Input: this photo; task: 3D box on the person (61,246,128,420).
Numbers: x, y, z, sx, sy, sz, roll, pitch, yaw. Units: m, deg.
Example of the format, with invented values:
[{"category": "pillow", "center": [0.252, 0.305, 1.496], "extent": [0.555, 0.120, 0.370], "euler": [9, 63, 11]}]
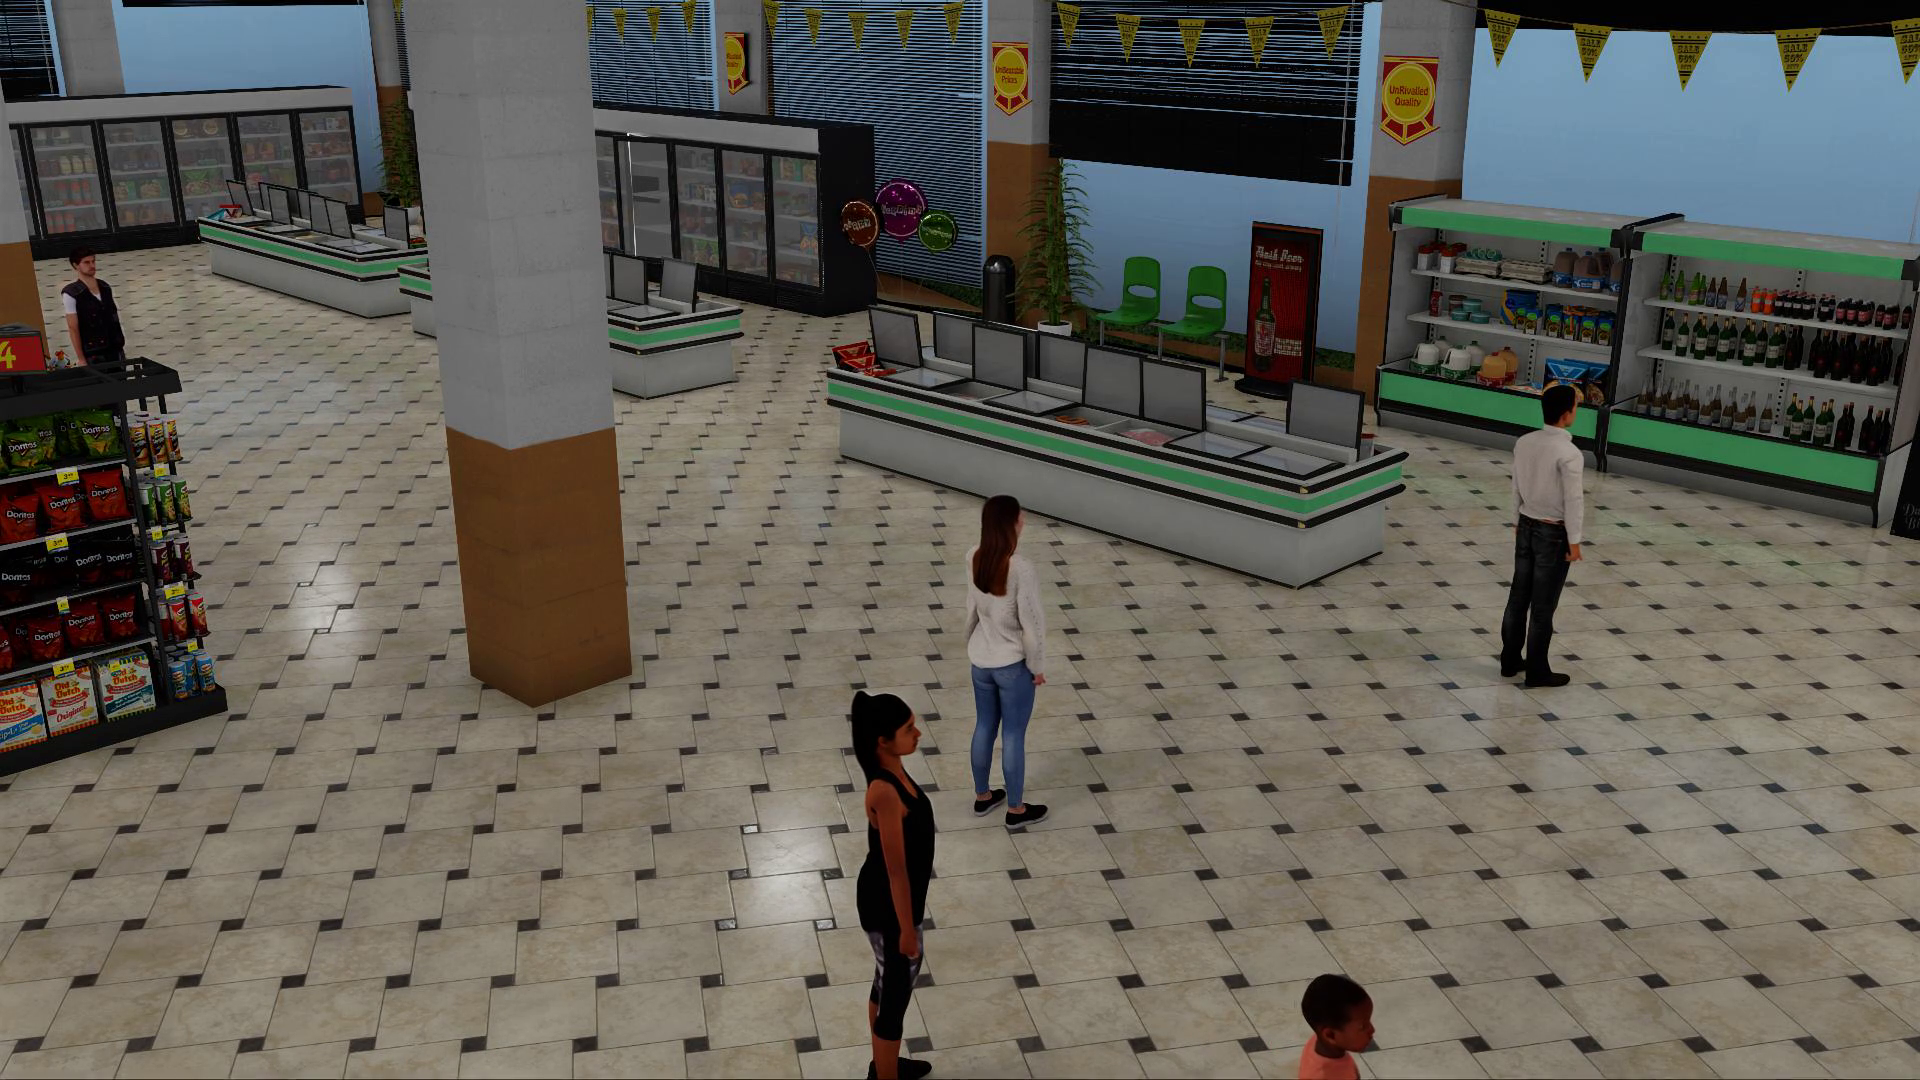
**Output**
[{"category": "person", "center": [-7.511, -1.635, 14.497], "extent": [0.719, 1.849, 0.731], "euler": [6, 20, 18]}]

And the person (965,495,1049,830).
[{"category": "person", "center": [0.215, 0.591, 8.143], "extent": [0.468, 1.692, 0.663], "euler": [17, 25, 42]}]

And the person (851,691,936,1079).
[{"category": "person", "center": [-0.246, 1.315, 6.048], "extent": [0.717, 1.659, 0.636], "euler": [-2, 19, -6]}]

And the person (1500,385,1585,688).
[{"category": "person", "center": [3.429, -0.027, 9.787], "extent": [0.785, 1.811, 0.624], "euler": [-9, 20, -24]}]

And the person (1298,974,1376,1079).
[{"category": "person", "center": [1.061, 1.869, 4.950], "extent": [0.596, 1.310, 0.568], "euler": [5, 19, 15]}]
